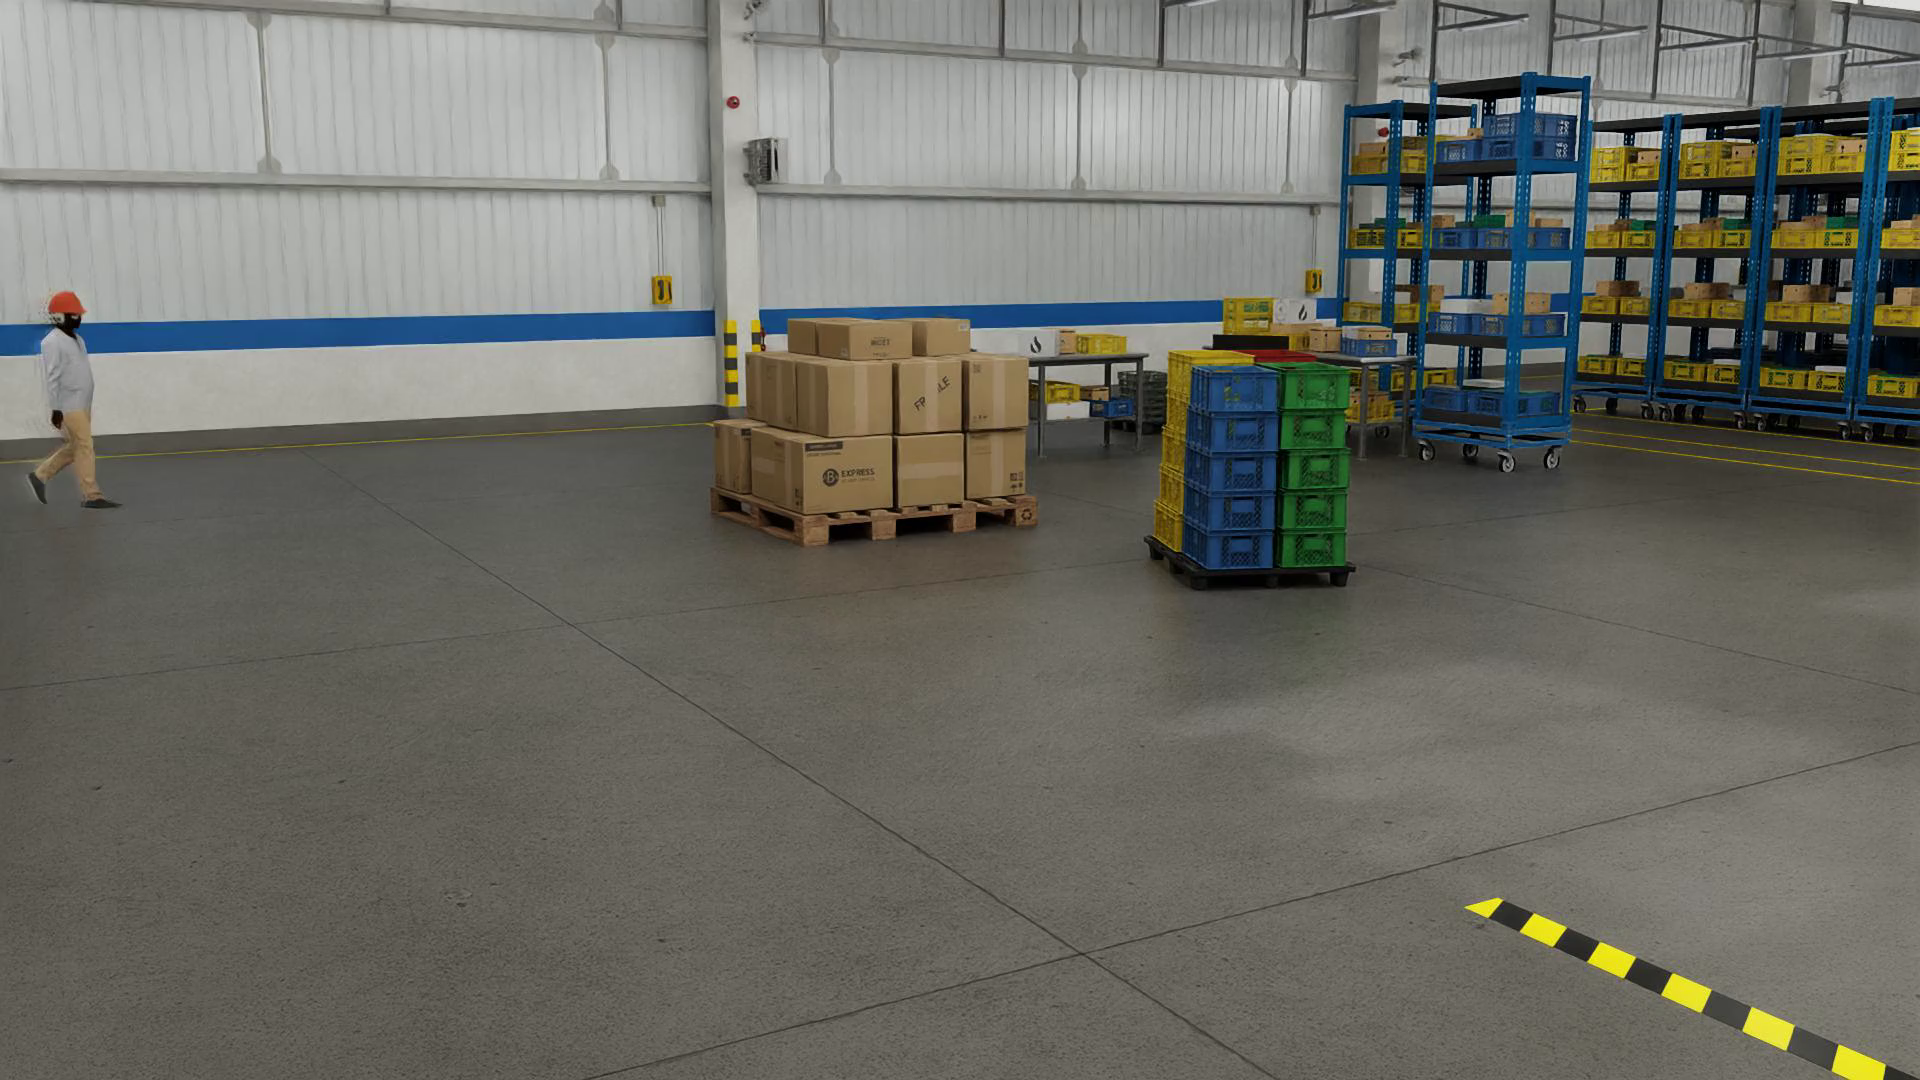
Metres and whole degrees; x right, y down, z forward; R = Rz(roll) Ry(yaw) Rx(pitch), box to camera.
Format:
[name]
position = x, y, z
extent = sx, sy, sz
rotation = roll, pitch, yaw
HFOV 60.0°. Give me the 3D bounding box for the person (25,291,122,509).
[person]
position = -7.076, -1.096, 13.137
extent = 0.709, 1.731, 0.569
rotation = -1, 10, -4
